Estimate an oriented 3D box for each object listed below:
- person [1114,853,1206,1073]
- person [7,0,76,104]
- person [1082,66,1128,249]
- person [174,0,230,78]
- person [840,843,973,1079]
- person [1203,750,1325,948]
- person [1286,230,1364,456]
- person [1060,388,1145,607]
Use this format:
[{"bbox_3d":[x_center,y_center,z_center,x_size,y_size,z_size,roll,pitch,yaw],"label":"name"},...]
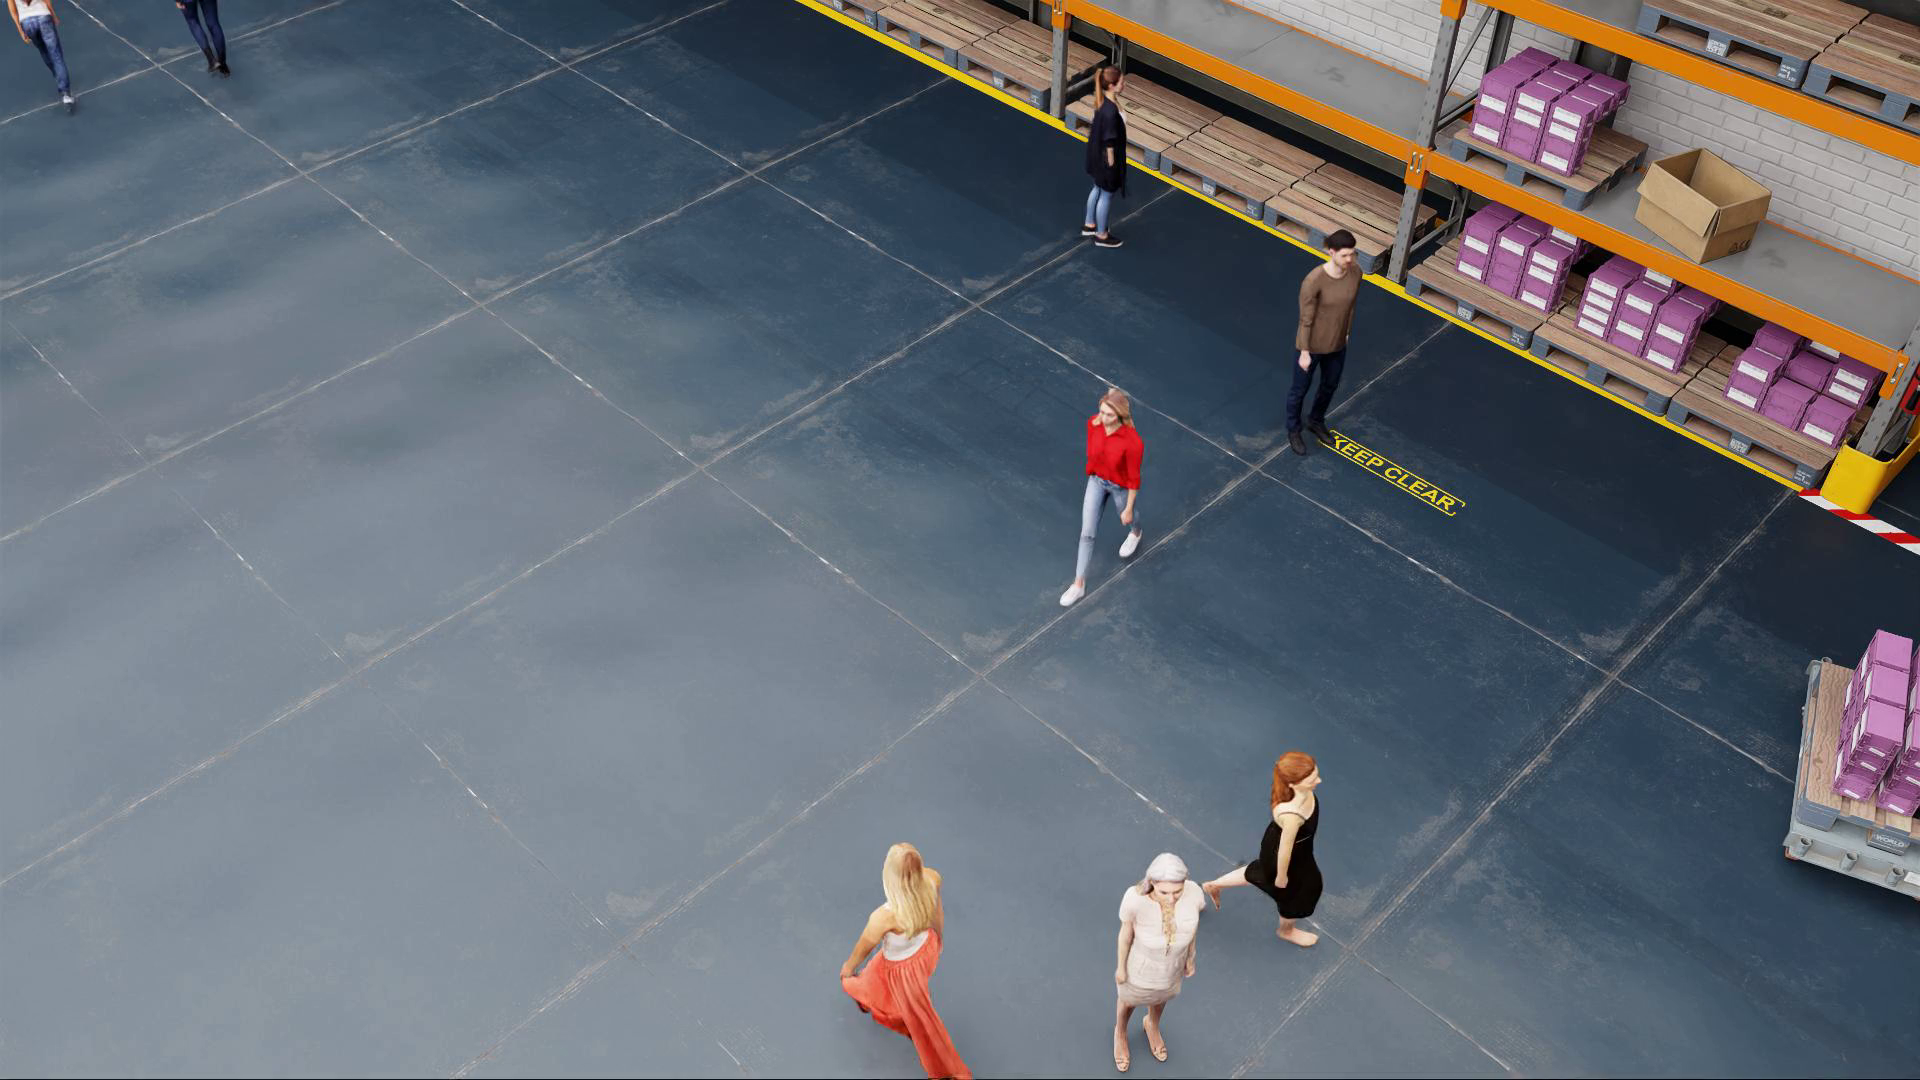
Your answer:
[{"bbox_3d":[0.995,2.171,8.580,0.692,1.735,0.716,-9,44,-9],"label":"person"},{"bbox_3d":[-8.999,-5.006,16.265,0.846,1.527,1.152,-14,45,-15],"label":"person"},{"bbox_3d":[1.241,-3.324,14.385,0.789,1.685,0.719,-2,44,-2],"label":"person"},{"bbox_3d":[-7.558,-5.413,16.540,0.693,1.737,0.731,-24,49,-23],"label":"person"},{"bbox_3d":[-0.179,2.238,8.494,1.222,1.757,0.749,27,50,26],"label":"person"},{"bbox_3d":[1.720,1.687,9.186,1.024,1.601,0.865,10,45,11],"label":"person"},{"bbox_3d":[2.658,-1.505,12.329,0.746,1.887,0.739,-16,46,-16],"label":"person"},{"bbox_3d":[1.089,-0.383,11.324,1.147,1.649,0.816,26,49,25],"label":"person"}]
